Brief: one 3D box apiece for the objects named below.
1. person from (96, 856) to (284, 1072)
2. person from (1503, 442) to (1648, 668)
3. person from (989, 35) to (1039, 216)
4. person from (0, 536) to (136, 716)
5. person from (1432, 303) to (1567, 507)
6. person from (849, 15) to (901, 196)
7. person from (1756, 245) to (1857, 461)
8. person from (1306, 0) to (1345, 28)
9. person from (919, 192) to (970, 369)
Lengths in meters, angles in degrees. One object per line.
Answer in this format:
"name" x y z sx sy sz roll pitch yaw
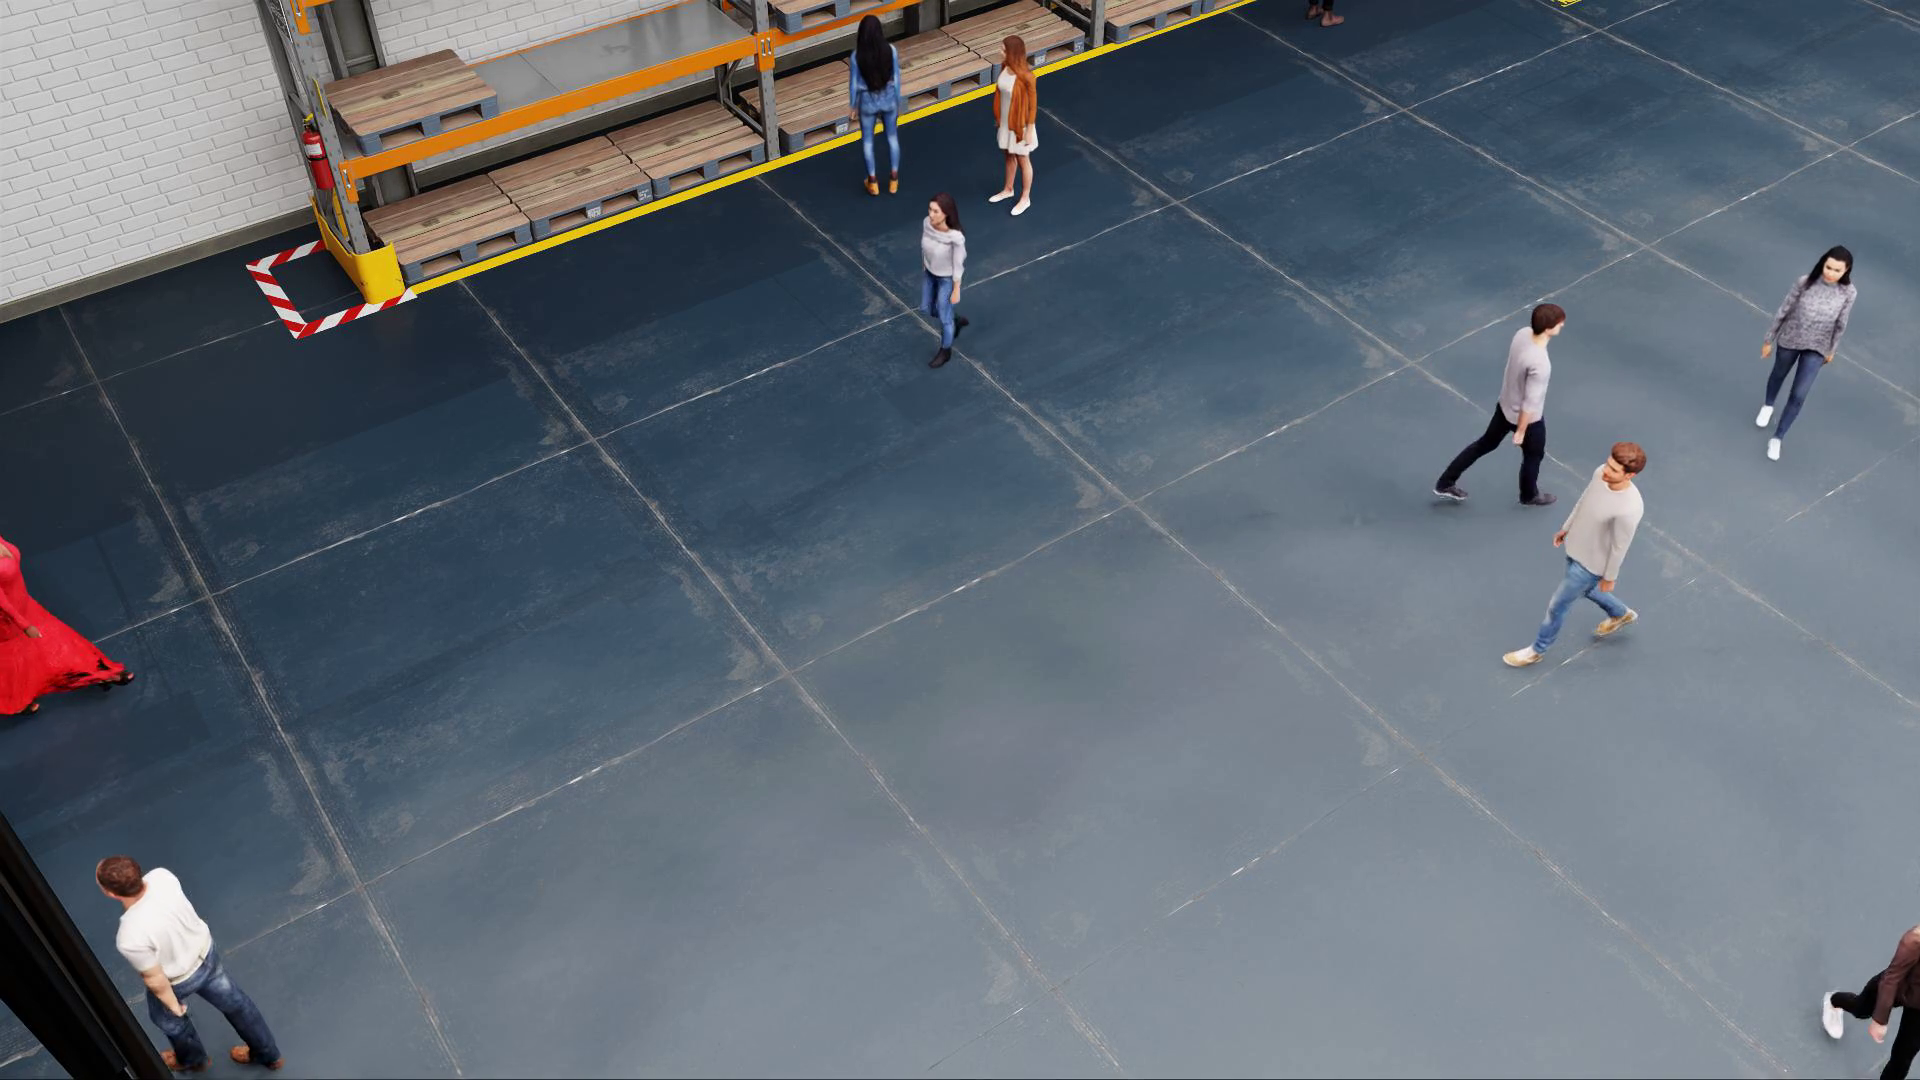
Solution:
"person" -3.904 2.230 8.573 1.031 1.831 0.984 10 45 10
"person" 4.169 0.083 10.796 1.278 1.873 1.053 -4 44 -4
"person" 0.512 -3.758 14.943 0.573 1.715 0.622 -29 51 -27
"person" -6.040 0.499 10.461 1.226 1.734 0.933 -8 44 -9
"person" 3.904 -0.921 11.903 1.264 1.800 1.051 -3 44 -4
"person" -0.744 -3.934 15.139 0.625 1.700 0.759 -9 44 -9
"person" 6.410 -1.532 12.614 0.912 1.705 1.080 21 48 21
"person" 3.953 -6.378 17.605 0.578 1.837 0.700 -23 48 -22
"person" -0.081 -2.115 13.287 0.718 1.621 0.658 -30 51 -28
